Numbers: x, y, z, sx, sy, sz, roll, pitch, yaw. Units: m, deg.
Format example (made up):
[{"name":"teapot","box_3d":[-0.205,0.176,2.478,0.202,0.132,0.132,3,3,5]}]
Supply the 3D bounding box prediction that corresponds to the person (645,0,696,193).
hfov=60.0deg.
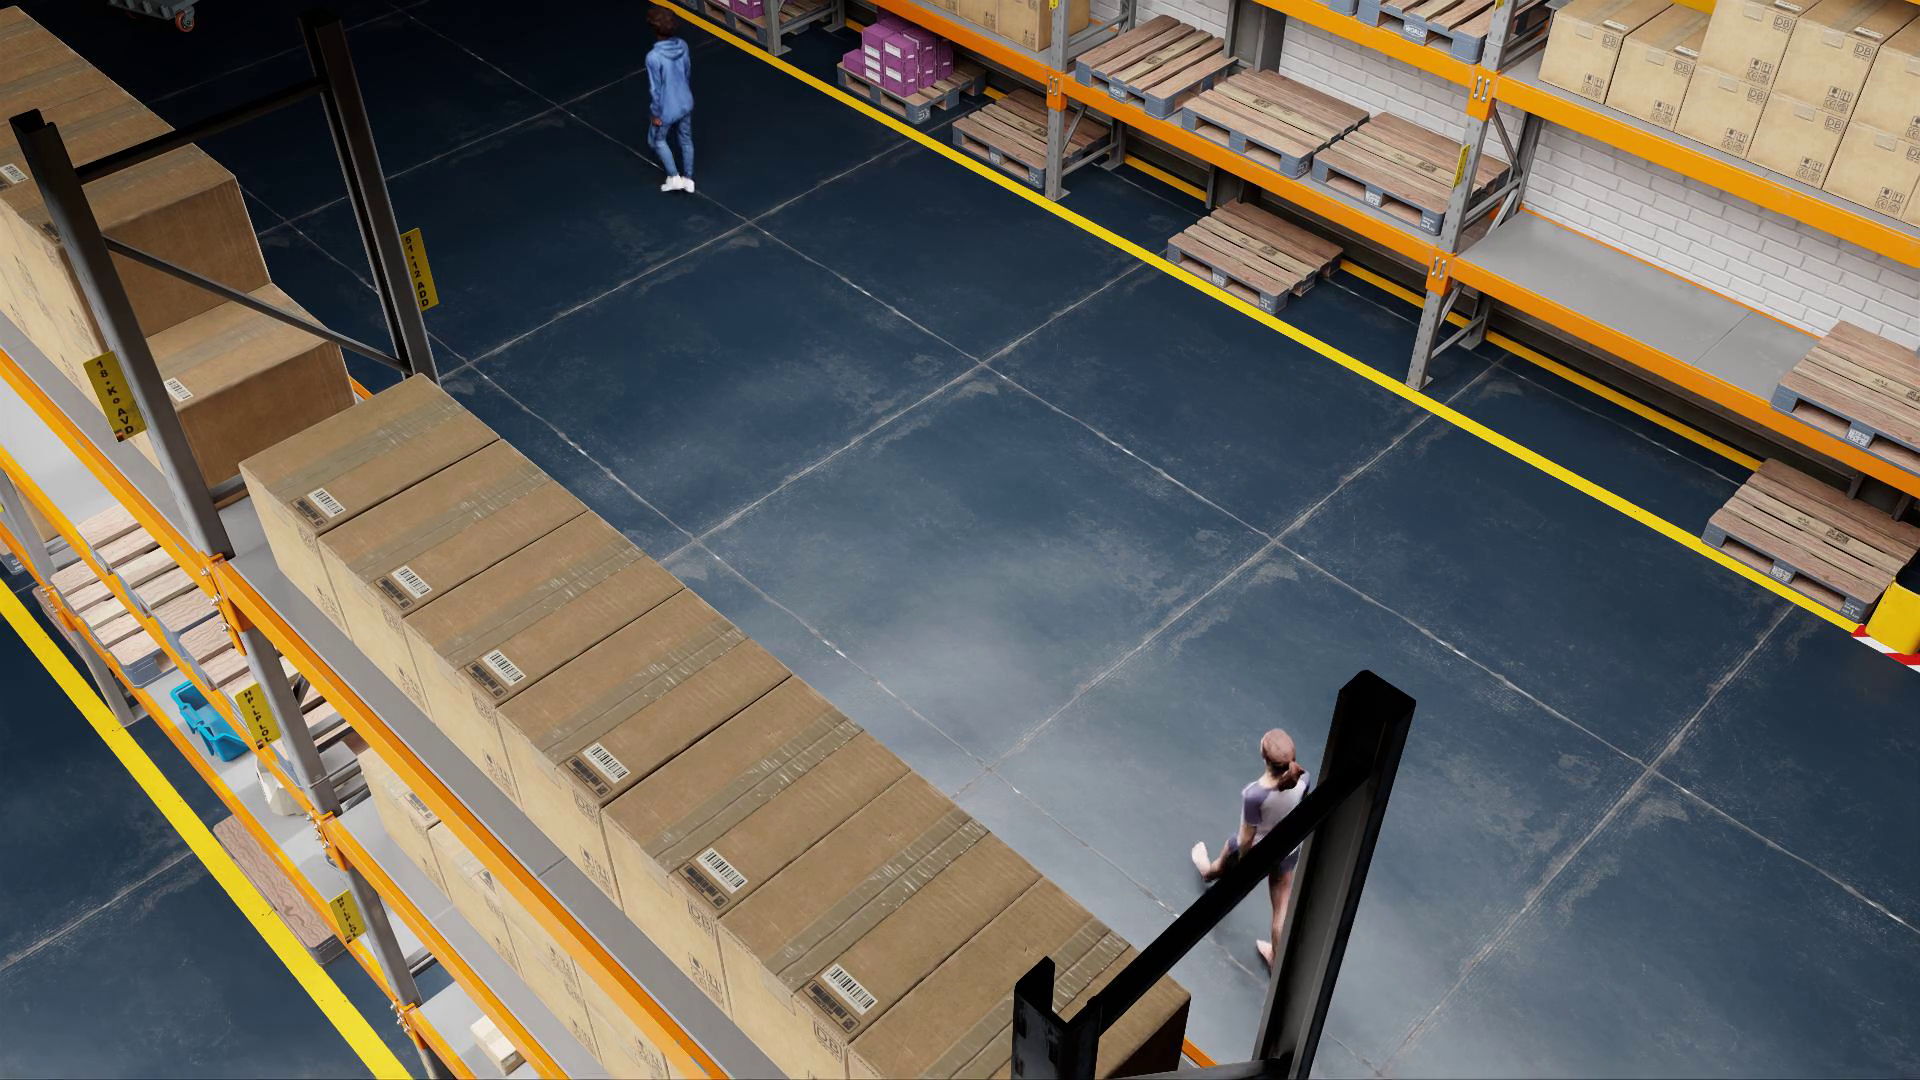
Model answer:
[{"name":"person","box_3d":[-2.555,-3.922,15.015,0.611,1.801,0.703,30,51,28]}]

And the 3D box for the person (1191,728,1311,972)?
[{"name":"person","box_3d":[1.722,1.750,9.122,0.940,1.717,1.189,-11,45,-11]}]
